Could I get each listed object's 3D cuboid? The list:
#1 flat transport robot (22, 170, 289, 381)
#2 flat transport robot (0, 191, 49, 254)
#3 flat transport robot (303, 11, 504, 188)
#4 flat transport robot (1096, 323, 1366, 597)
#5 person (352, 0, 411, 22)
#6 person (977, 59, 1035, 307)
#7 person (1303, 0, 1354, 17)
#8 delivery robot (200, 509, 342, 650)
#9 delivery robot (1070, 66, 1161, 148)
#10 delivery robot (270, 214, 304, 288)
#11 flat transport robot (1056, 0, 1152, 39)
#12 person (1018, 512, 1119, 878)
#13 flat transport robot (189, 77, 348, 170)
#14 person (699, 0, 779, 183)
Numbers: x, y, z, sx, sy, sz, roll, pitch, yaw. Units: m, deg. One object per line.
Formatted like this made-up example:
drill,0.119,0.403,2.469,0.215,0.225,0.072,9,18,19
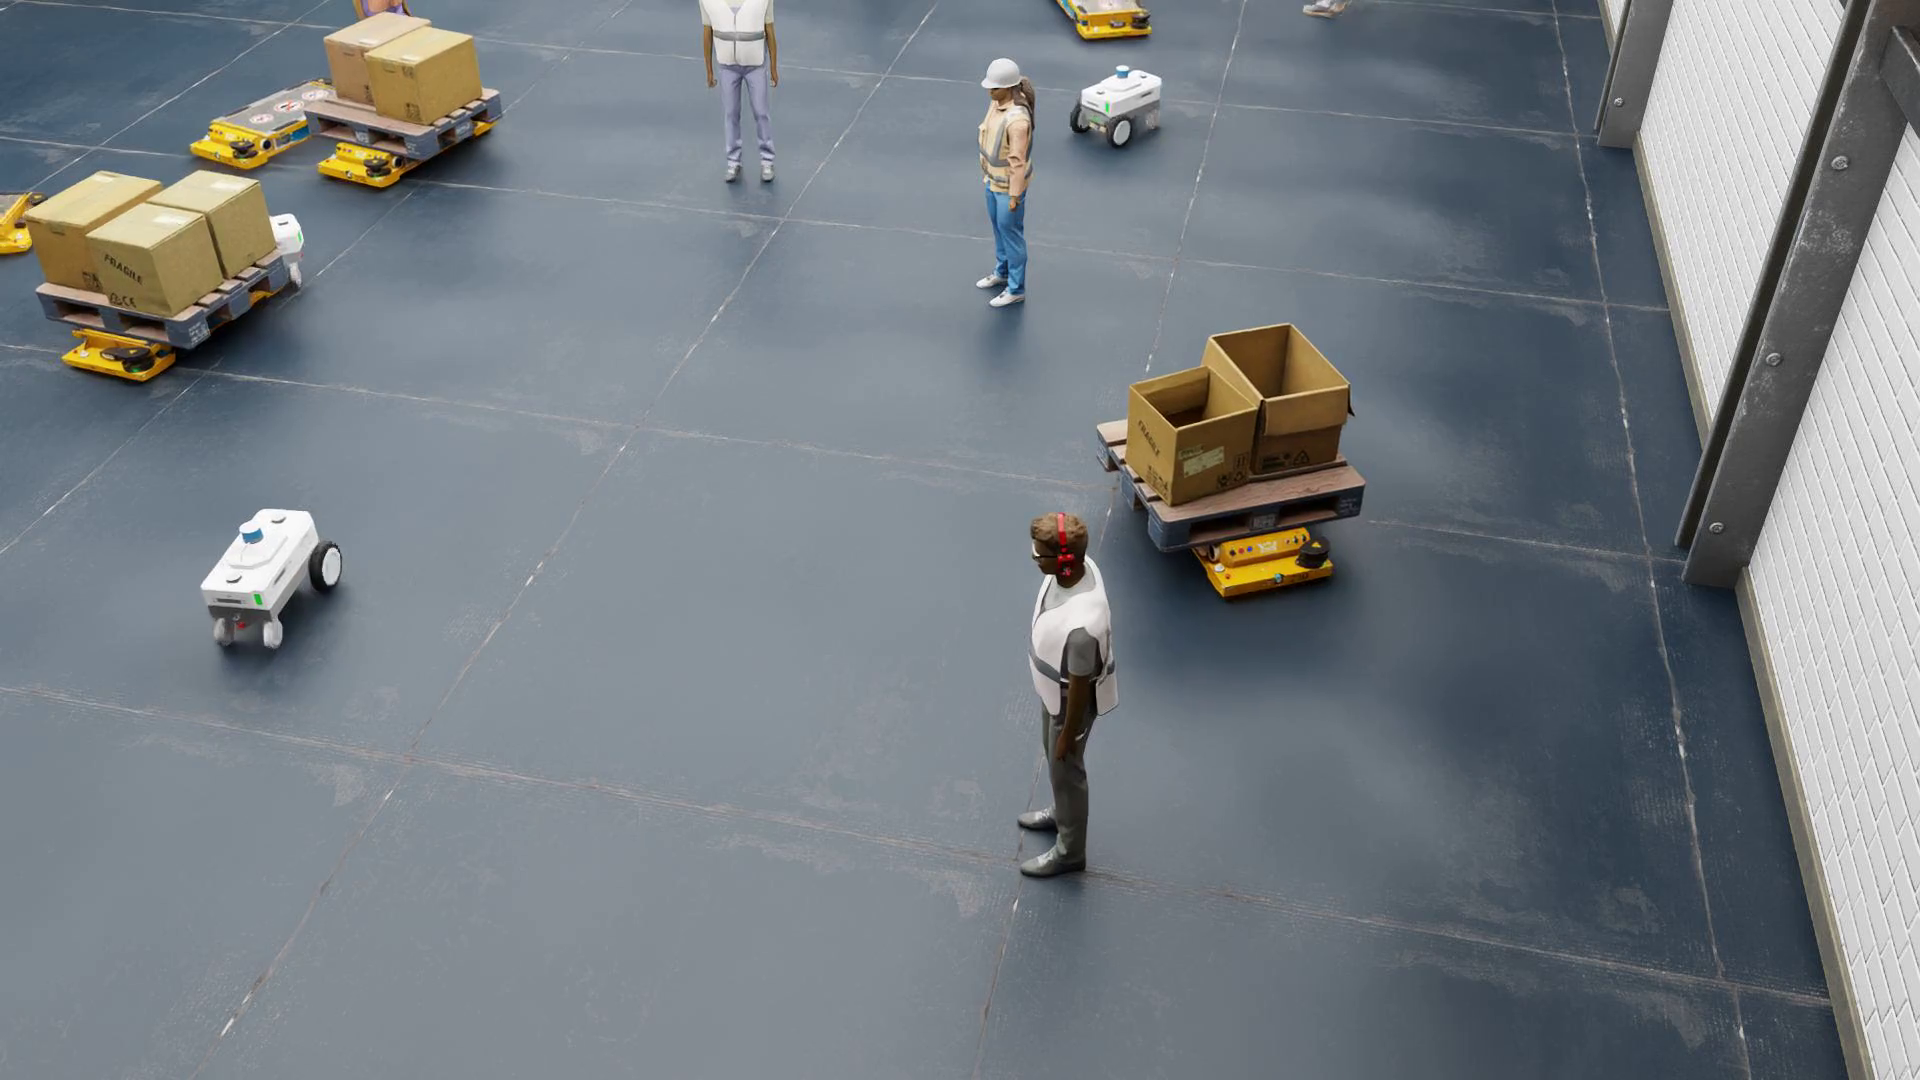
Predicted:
flat transport robot,-5.313,-1.539,11.278,0.659,0.231,1.431,12,38,16
flat transport robot,-7.558,-2.330,12.337,1.431,0.231,0.659,-3,37,-3
flat transport robot,-4.509,-3.287,13.617,0.659,0.231,1.431,16,40,21
flat transport robot,1.518,-0.215,9.507,0.659,0.231,1.431,-10,38,-14
person,-4.802,-4.389,13.783,0.378,1.835,0.564,15,39,19
person,0.316,-2.421,11.247,0.377,1.723,0.493,-11,38,-15
person,3.587,-5.913,15.798,0.486,1.860,0.621,14,39,18
delivery robot,-3.658,0.155,8.777,0.499,0.601,0.775,4,37,5
delivery robot,1.321,-3.629,13.845,0.794,0.606,0.499,-29,46,-33
delivery robot,-5.006,-2.012,11.675,0.769,0.597,0.510,-20,41,-24
flat transport robot,1.344,-5.224,16.209,0.659,0.231,1.431,-7,37,-10
person,0.454,0.653,7.042,0.409,1.831,0.568,-3,37,-4
flat transport robot,-5.635,-3.489,13.887,0.659,0.231,1.431,19,41,23
person,-1.681,-3.667,12.814,0.566,1.841,0.381,0,37,0
